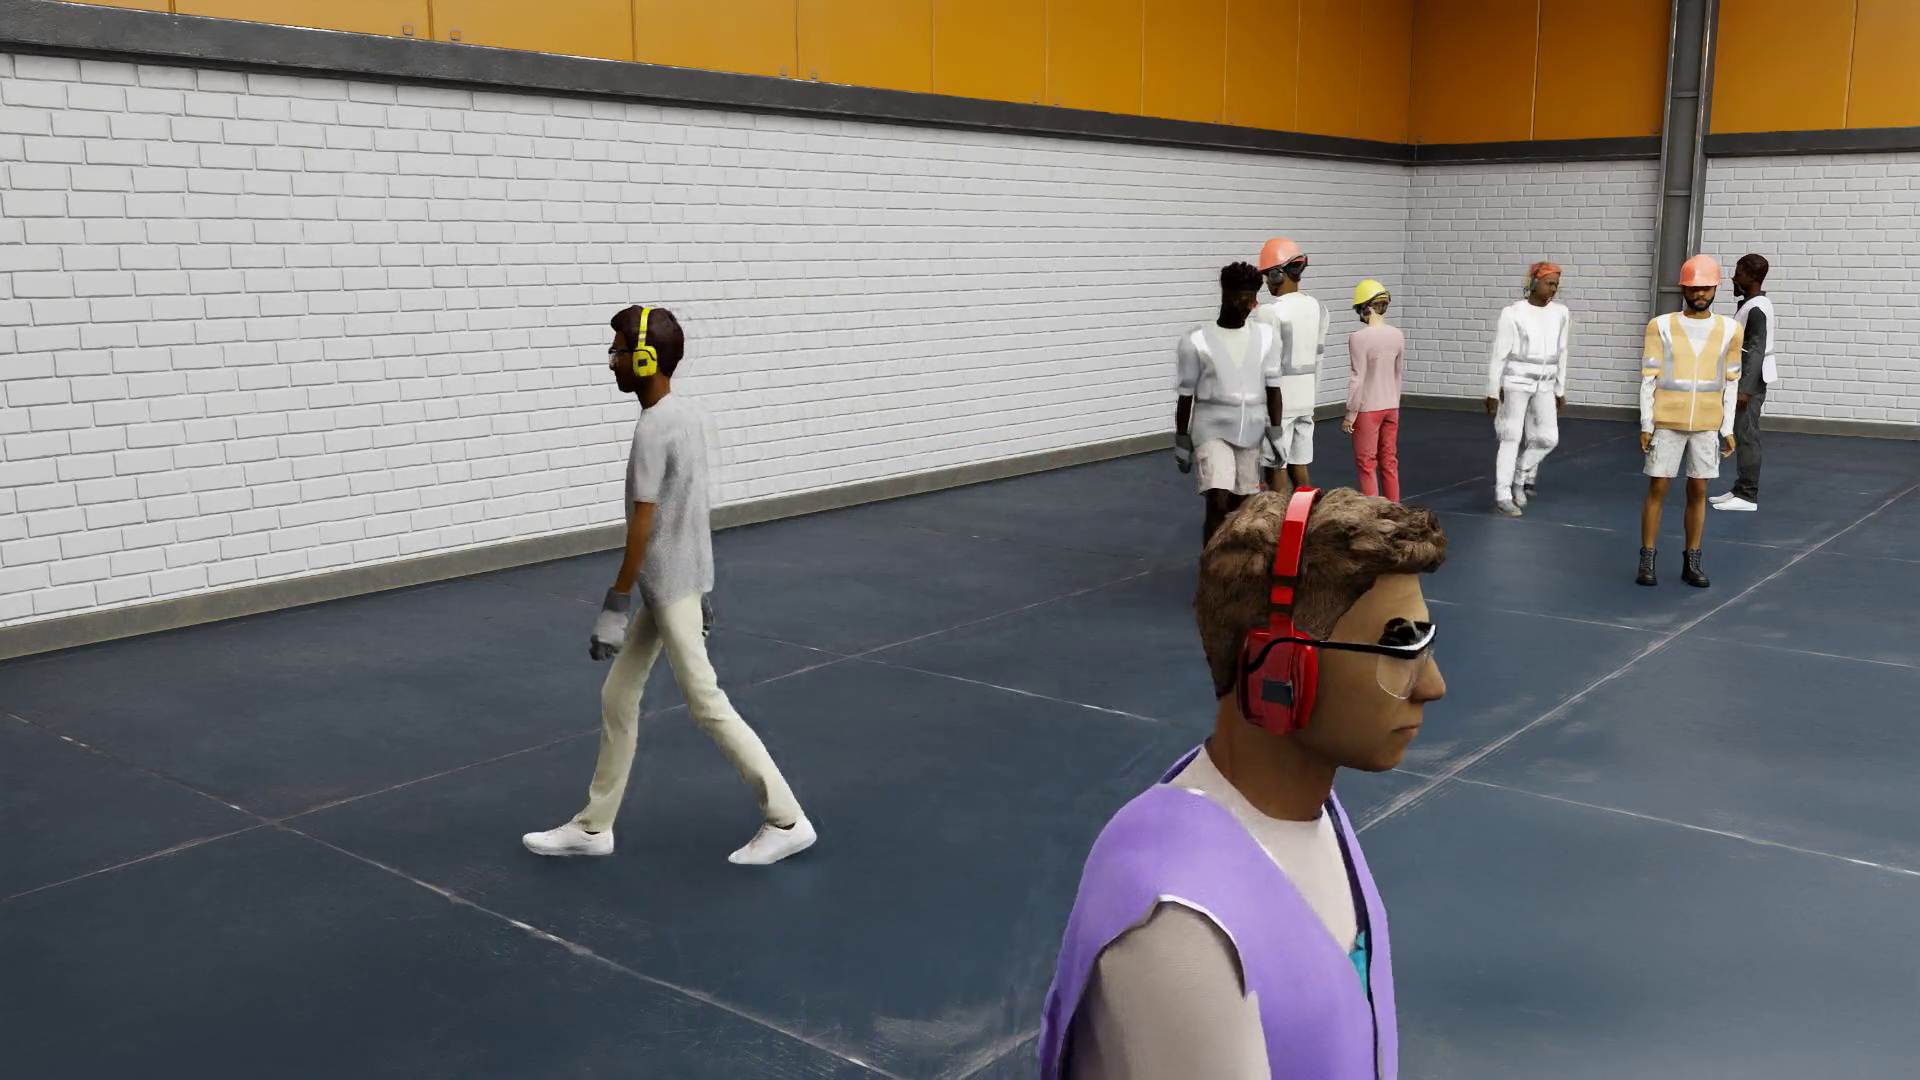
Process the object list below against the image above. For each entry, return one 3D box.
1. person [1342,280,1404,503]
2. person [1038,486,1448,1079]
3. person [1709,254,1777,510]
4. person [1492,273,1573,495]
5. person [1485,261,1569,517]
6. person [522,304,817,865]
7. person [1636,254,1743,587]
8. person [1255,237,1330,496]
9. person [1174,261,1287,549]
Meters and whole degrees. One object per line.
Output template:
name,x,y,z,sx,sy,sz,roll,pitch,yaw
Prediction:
person,2.750,-0.856,11.163,0.527,1.757,0.342,-8,13,-37
person,0.324,0.839,1.669,0.991,1.792,0.576,5,11,26
person,5.920,-1.177,12.490,0.390,1.920,0.587,4,11,22
person,4.550,-1.257,13.277,0.626,1.796,0.462,-2,10,-13
person,4.157,-1.101,12.205,0.679,1.867,0.445,-3,11,-16
person,-0.919,0.168,5.320,0.967,1.833,0.529,-1,10,-3
person,4.250,-0.685,9.709,0.543,1.939,0.370,2,10,12
person,1.929,-0.787,10.009,0.605,2.036,0.389,-9,14,-42
person,1.490,-0.609,9.378,0.594,1.919,0.922,-3,11,-15
